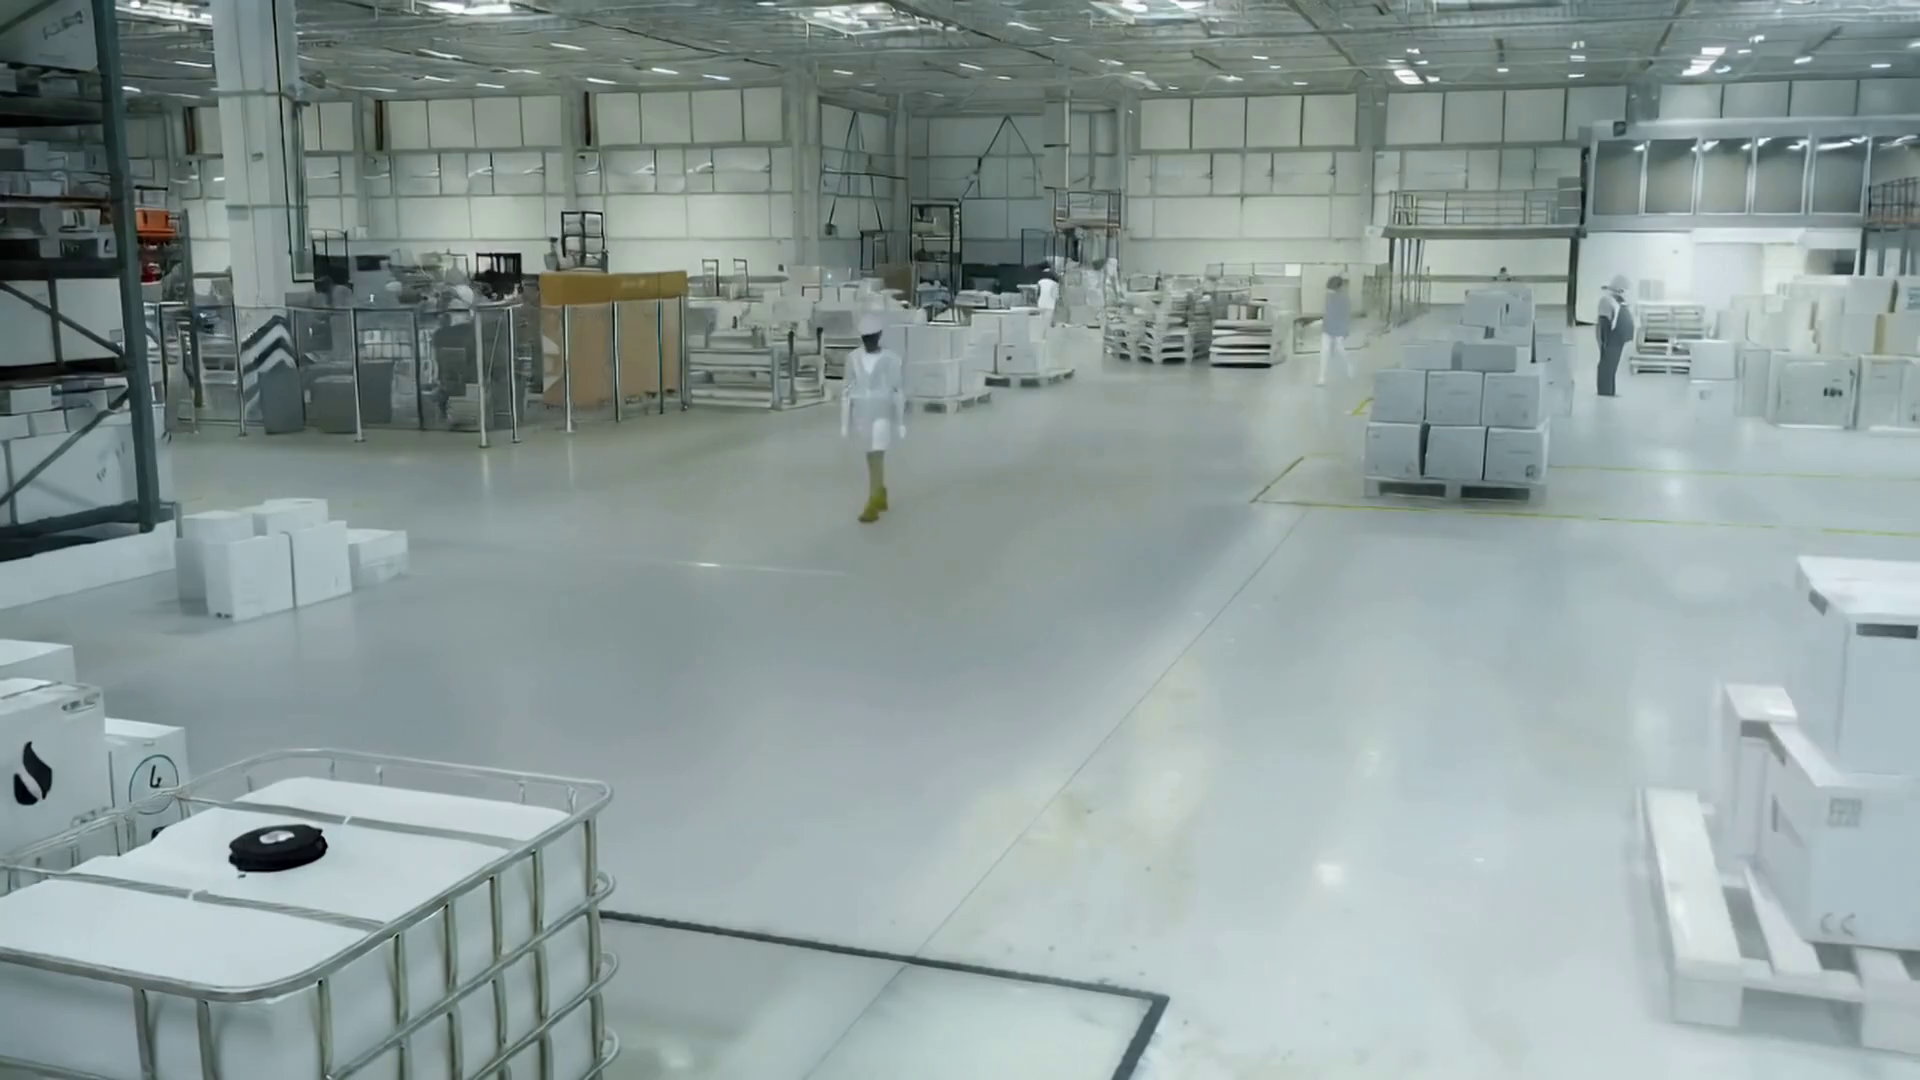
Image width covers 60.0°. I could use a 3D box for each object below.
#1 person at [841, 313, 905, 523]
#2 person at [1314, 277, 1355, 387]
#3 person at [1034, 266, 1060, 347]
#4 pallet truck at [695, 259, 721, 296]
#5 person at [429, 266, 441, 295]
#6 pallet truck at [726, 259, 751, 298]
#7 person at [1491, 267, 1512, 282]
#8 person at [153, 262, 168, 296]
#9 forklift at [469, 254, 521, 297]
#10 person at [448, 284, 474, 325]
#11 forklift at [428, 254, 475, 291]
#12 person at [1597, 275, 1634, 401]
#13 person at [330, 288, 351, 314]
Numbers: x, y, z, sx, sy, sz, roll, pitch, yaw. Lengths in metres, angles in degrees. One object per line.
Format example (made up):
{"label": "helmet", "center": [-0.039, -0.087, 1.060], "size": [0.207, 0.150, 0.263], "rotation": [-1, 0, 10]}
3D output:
{"label": "person", "center": [-0.792, -1.146, 15.335], "size": [0.560, 1.897, 0.987], "rotation": [3, 11, 16]}
{"label": "person", "center": [6.720, -3.705, 29.580], "size": [0.997, 1.955, 0.626], "rotation": [-10, 14, -43]}
{"label": "person", "center": [2.098, -5.683, 40.562], "size": [0.624, 2.013, 1.002], "rotation": [4, 11, 21]}
{"label": "pallet truck", "center": [-9.165, -9.627, 62.776], "size": [0.823, 1.965, 1.885], "rotation": [4, 11, 23]}
{"label": "person", "center": [-19.105, -9.150, 60.633], "size": [0.447, 1.806, 0.618], "rotation": [-6, 12, -32]}
{"label": "pallet truck", "center": [-7.986, -9.493, 62.019], "size": [0.823, 1.965, 1.885], "rotation": [3, 11, 17]}
{"label": "person", "center": [15.762, -7.036, 48.592], "size": [0.607, 1.848, 0.847], "rotation": [6, 12, 32]}
{"label": "person", "center": [-27.655, -8.636, 57.449], "size": [0.650, 1.906, 0.401], "rotation": [6, 12, 29]}
{"label": "forklift", "center": [-17.990, -10.121, 64.684], "size": [1.157, 1.987, 2.680], "rotation": [3, 11, 17]}
{"label": "person", "center": [-9.008, -3.708, 29.955], "size": [0.688, 1.809, 0.591], "rotation": [4, 11, 19]}
{"label": "forklift", "center": [-20.133, -10.254, 65.465], "size": [1.157, 1.987, 2.680], "rotation": [3, 11, 19]}
{"label": "person", "center": [10.555, -3.256, 26.775], "size": [0.537, 2.000, 0.678], "rotation": [8, 13, 40]}
{"label": "person", "center": [-11.831, -3.974, 31.792], "size": [0.449, 1.686, 0.548], "rotation": [4, 11, 22]}
